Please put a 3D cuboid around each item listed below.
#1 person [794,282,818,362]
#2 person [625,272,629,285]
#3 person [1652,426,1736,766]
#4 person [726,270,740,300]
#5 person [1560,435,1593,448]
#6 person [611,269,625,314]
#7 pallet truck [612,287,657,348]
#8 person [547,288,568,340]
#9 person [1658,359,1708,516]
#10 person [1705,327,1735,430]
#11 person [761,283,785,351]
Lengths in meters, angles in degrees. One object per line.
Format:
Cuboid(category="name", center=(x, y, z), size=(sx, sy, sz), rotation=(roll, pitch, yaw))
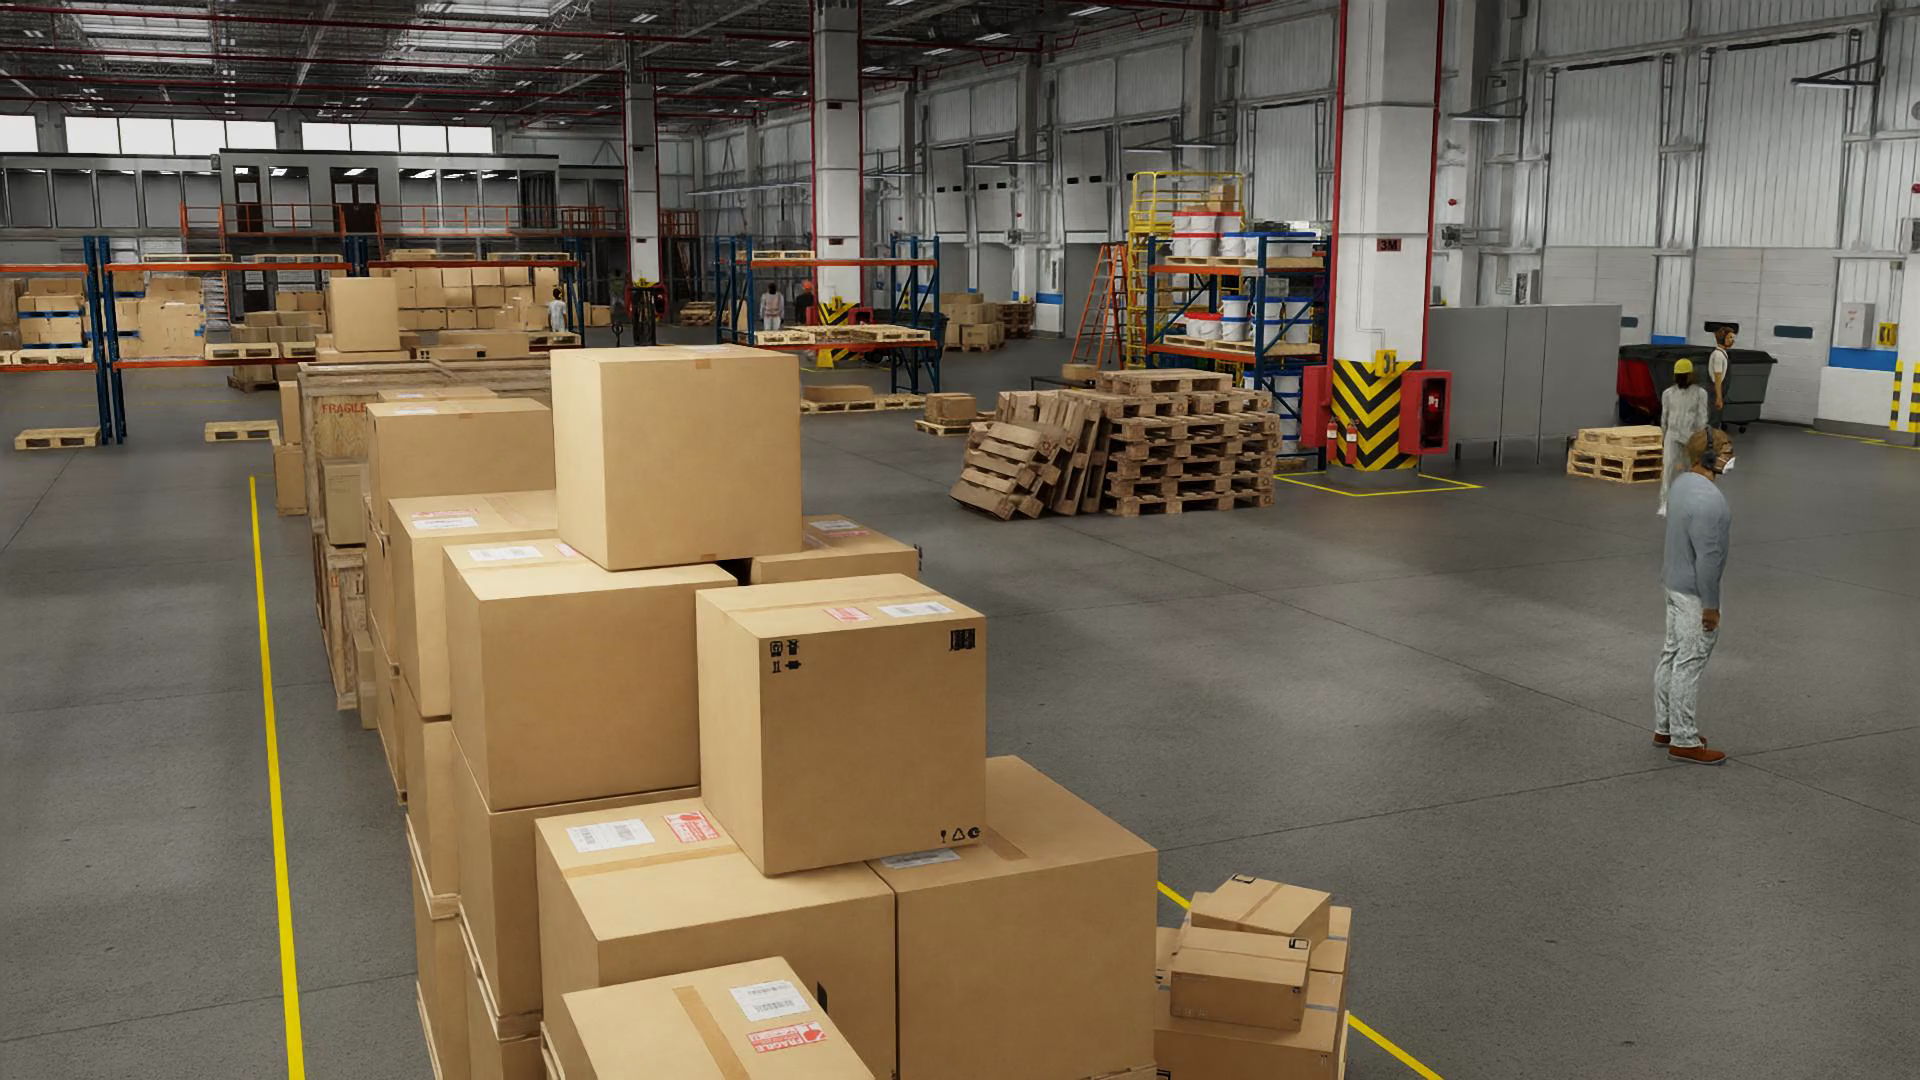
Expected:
Cuboid(category="person", center=(-3.731, -5.327, 40.657), size=(0.607, 1.943, 1.045), rotation=(0, 10, 1))
Cuboid(category="person", center=(-13.201, -9.957, 66.691), size=(0.410, 1.753, 0.531), rotation=(3, 11, 18))
Cuboid(category="person", center=(4.234, 0.311, 9.571), size=(0.372, 1.940, 0.631), rotation=(1, 10, 7))
Cuboid(category="person", center=(-10.434, -11.794, 76.431), size=(0.635, 1.889, 1.014), rotation=(-3, 11, -17))
Cuboid(category="person", center=(8.833, -2.218, 23.722), size=(0.606, 1.861, 0.566), rotation=(-7, 12, -32))
Cuboid(category="person", center=(-13.490, -9.826, 65.867), size=(0.971, 1.780, 0.640), rotation=(6, 12, 29))
Cuboid(category="pallet truck", center=(-6.464, -4.406, 35.401), size=(0.823, 1.965, 1.885), rotation=(6, 12, 32))
Cuboid(category="person", center=(-9.226, -4.864, 38.281), size=(0.508, 1.872, 0.329), rotation=(3, 11, 17))
Cuboid(category="person", center=(7.925, -1.144, 18.239), size=(0.488, 1.703, 0.862), rotation=(6, 12, 31))
Cuboid(category="person", center=(10.020, -1.892, 21.964), size=(0.333, 1.844, 0.515), rotation=(4, 11, 22))
Cuboid(category="person", center=(-4.975, -5.903, 44.120), size=(0.654, 1.825, 0.634), rotation=(0, 10, -2))
